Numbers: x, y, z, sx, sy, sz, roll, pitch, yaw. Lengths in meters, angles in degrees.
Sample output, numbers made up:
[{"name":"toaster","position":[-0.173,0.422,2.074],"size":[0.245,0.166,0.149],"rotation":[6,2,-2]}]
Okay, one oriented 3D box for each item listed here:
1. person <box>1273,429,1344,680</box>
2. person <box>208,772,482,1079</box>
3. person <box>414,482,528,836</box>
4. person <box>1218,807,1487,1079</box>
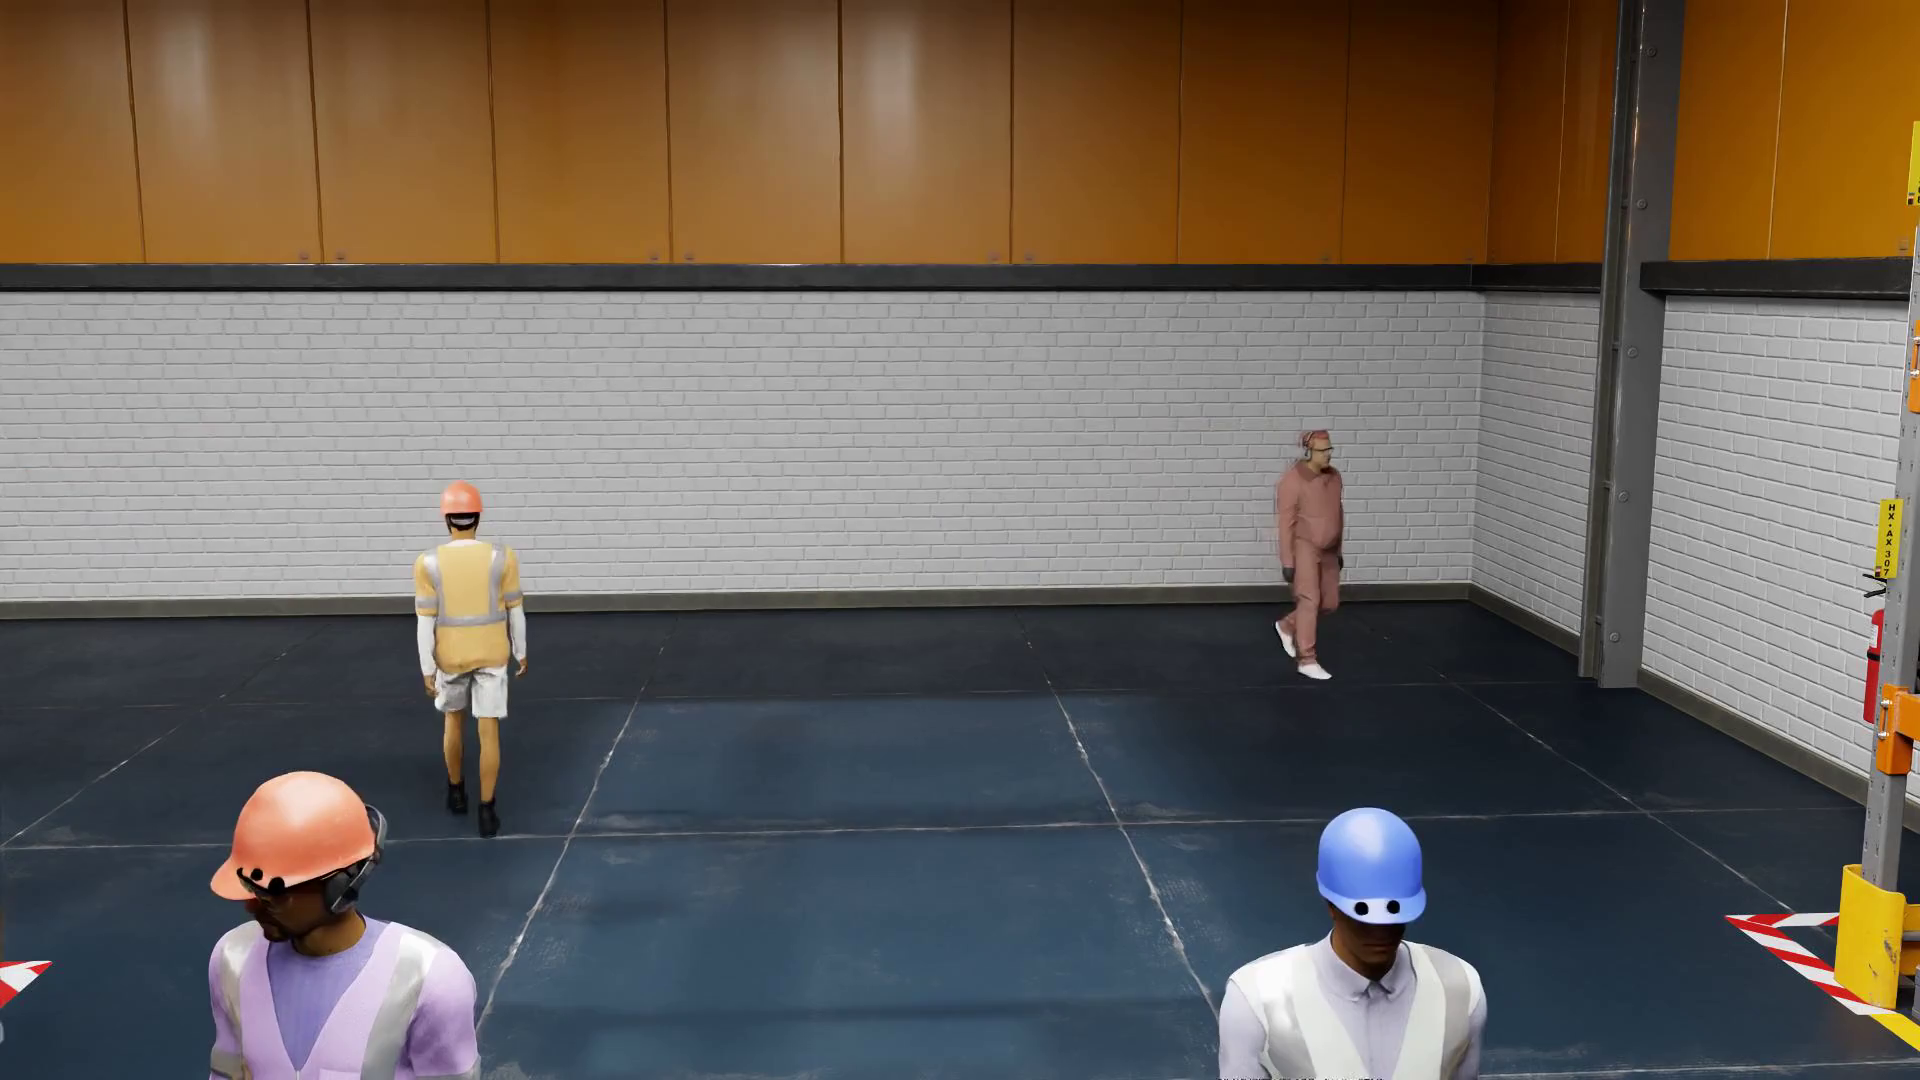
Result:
[{"name":"person","position":[2.614,0.091,12.607],"size":[0.667,1.890,0.592],"rotation":[-7,12,-39]},{"name":"person","position":[-1.310,1.468,3.506],"size":[0.615,2.037,0.389],"rotation":[2,9,12]},{"name":"person","position":[-2.692,0.628,9.215],"size":[0.572,1.905,0.835],"rotation":[-2,9,-13]},{"name":"person","position":[0.836,1.503,3.569],"size":[0.609,1.946,0.405],"rotation":[-2,9,-10]}]
